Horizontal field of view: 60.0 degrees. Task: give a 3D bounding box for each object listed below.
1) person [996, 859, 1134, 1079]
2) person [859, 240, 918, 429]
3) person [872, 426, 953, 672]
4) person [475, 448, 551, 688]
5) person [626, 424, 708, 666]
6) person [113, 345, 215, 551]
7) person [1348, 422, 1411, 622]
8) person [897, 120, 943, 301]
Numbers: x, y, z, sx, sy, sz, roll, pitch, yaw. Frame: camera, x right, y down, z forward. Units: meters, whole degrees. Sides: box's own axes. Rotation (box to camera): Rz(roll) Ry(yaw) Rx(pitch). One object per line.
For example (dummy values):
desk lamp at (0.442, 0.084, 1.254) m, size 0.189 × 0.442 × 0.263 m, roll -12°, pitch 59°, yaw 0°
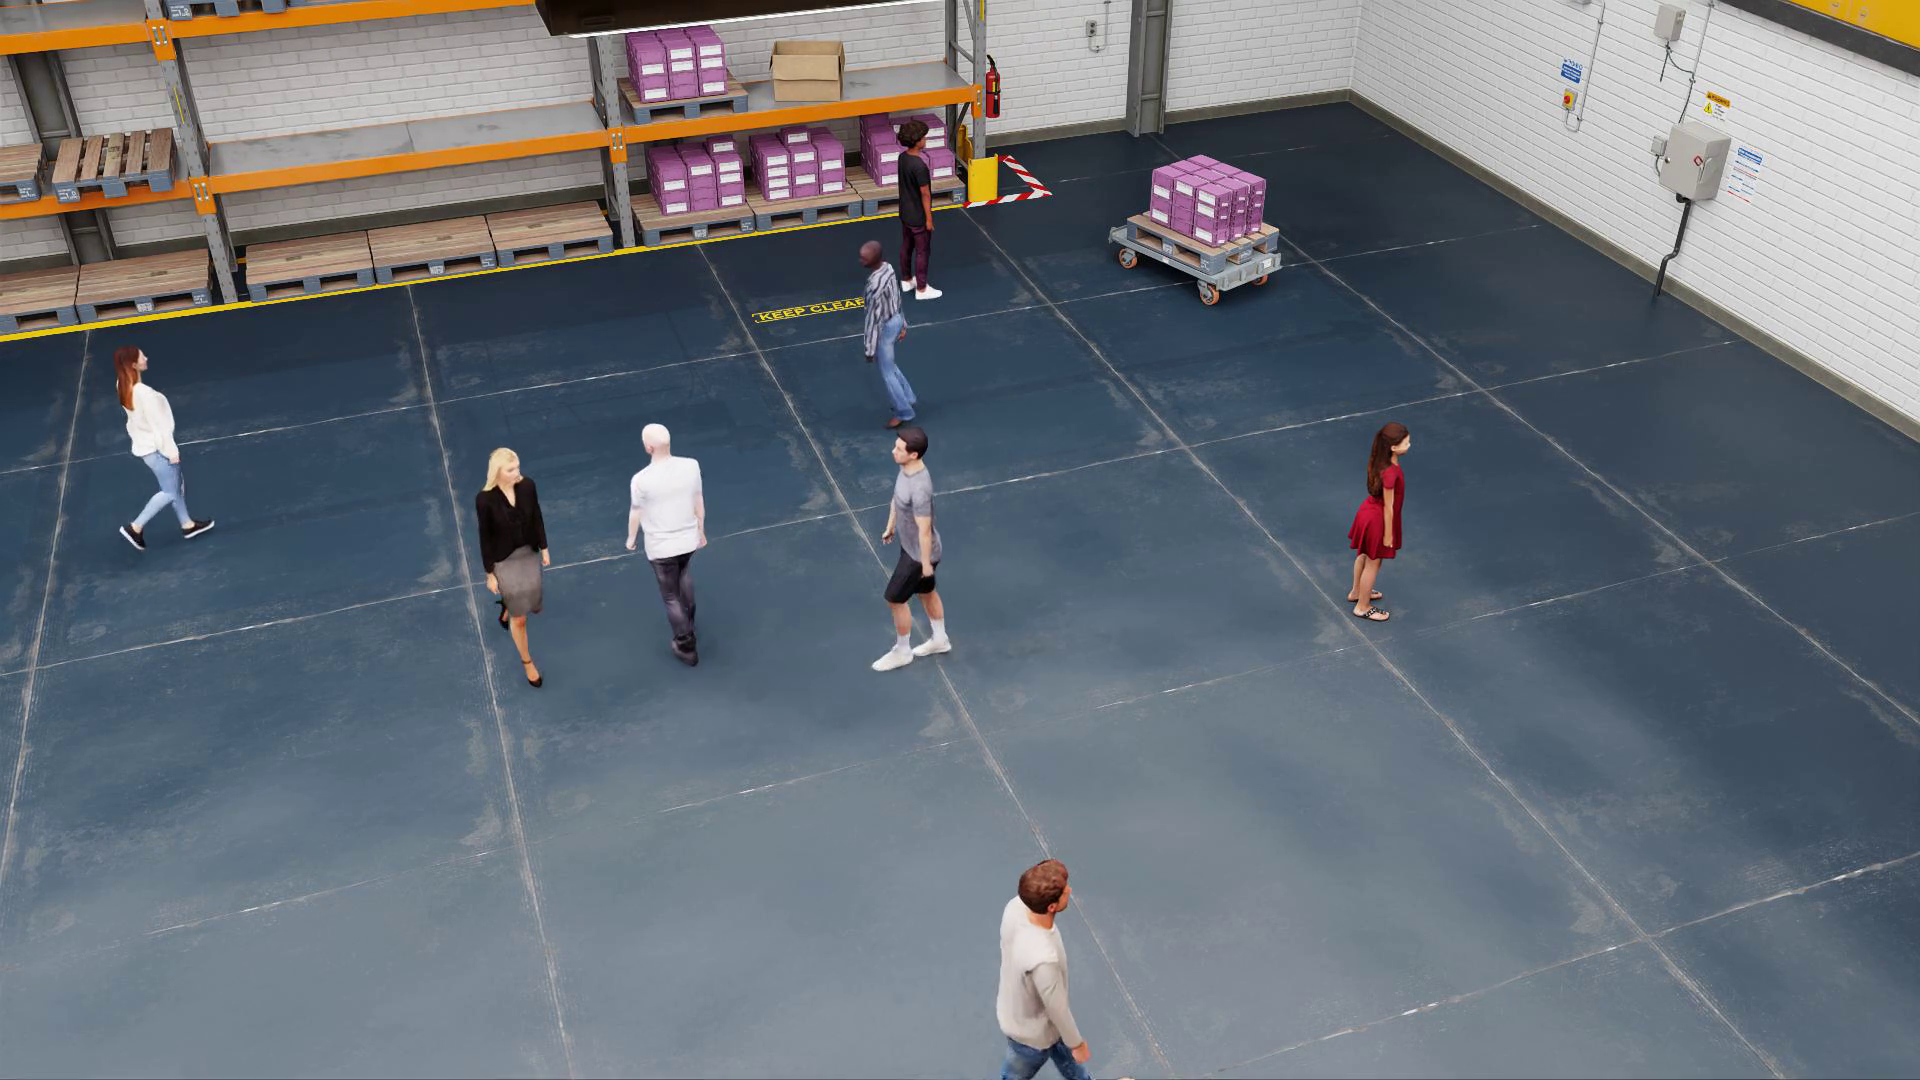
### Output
person at (0.255, 2.301, 7.920) m, size 1.176 × 1.860 × 0.819 m, roll -5°, pitch 34°, yaw -7°
person at (-0.569, -1.726, 14.072) m, size 0.833 × 1.755 × 0.821 m, roll 13°, pitch 36°, yaw 18°
person at (-0.191, 0.038, 11.328) m, size 0.881 × 1.855 × 0.765 m, roll -4°, pitch 34°, yaw -6°
person at (-3.027, 0.151, 11.187) m, size 0.936 × 1.823 × 0.886 m, roll -23°, pitch 40°, yaw -31°
person at (-1.917, 0.071, 11.316) m, size 0.852 × 1.814 × 0.878 m, roll -26°, pitch 41°, yaw -33°
person at (-6.130, -0.652, 12.530) m, size 0.854 × 1.674 × 1.023 m, roll 29°, pitch 43°, yaw 36°
person at (2.994, -0.155, 11.891) m, size 0.688 × 1.554 × 0.629 m, roll -1°, pitch 34°, yaw -1°
person at (-0.438, -3.255, 16.347) m, size 0.657 × 1.784 × 0.670 m, roll -20°, pitch 39°, yaw -28°
